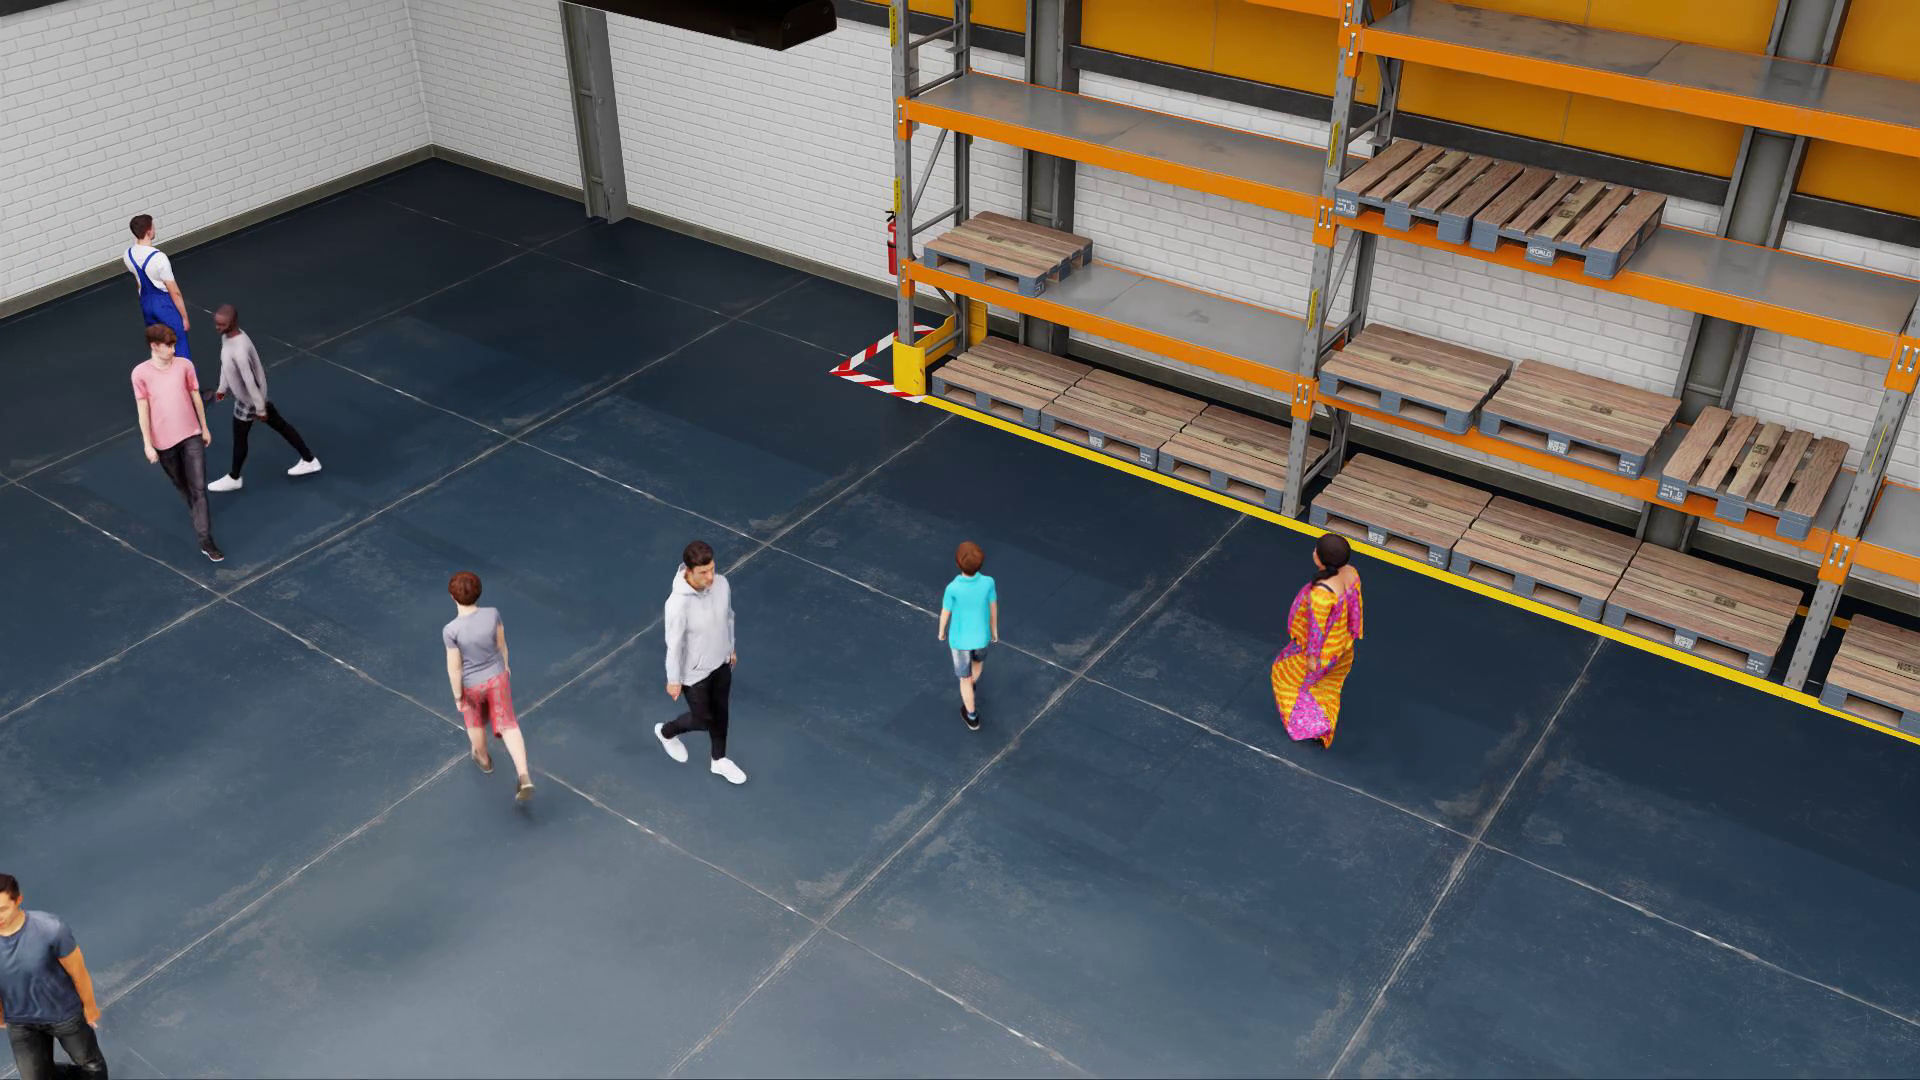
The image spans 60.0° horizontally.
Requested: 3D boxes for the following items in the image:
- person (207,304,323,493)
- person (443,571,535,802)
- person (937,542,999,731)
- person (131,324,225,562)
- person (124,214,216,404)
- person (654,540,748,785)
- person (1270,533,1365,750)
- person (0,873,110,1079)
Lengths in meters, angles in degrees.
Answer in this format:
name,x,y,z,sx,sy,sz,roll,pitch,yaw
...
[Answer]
name,x,y,z,sx,sy,sz,roll,pitch,yaw
person,-5.818,-1.206,13.916,1.119,1.715,1.190,-13,36,-18
person,-3.028,0.973,10.724,0.862,1.619,1.139,-19,38,-26
person,0.093,0.677,11.336,0.783,1.434,0.894,-12,35,-17
person,-6.233,-0.843,13.196,1.030,1.907,1.338,-16,37,-23
person,-7.248,-2.069,15.094,0.609,1.848,0.745,9,35,13
person,-1.745,0.762,10.778,0.882,1.911,0.713,21,39,28
person,2.456,0.687,11.119,0.754,1.658,0.690,27,42,35
person,-4.672,2.323,8.526,0.799,1.803,0.846,-8,34,-11
